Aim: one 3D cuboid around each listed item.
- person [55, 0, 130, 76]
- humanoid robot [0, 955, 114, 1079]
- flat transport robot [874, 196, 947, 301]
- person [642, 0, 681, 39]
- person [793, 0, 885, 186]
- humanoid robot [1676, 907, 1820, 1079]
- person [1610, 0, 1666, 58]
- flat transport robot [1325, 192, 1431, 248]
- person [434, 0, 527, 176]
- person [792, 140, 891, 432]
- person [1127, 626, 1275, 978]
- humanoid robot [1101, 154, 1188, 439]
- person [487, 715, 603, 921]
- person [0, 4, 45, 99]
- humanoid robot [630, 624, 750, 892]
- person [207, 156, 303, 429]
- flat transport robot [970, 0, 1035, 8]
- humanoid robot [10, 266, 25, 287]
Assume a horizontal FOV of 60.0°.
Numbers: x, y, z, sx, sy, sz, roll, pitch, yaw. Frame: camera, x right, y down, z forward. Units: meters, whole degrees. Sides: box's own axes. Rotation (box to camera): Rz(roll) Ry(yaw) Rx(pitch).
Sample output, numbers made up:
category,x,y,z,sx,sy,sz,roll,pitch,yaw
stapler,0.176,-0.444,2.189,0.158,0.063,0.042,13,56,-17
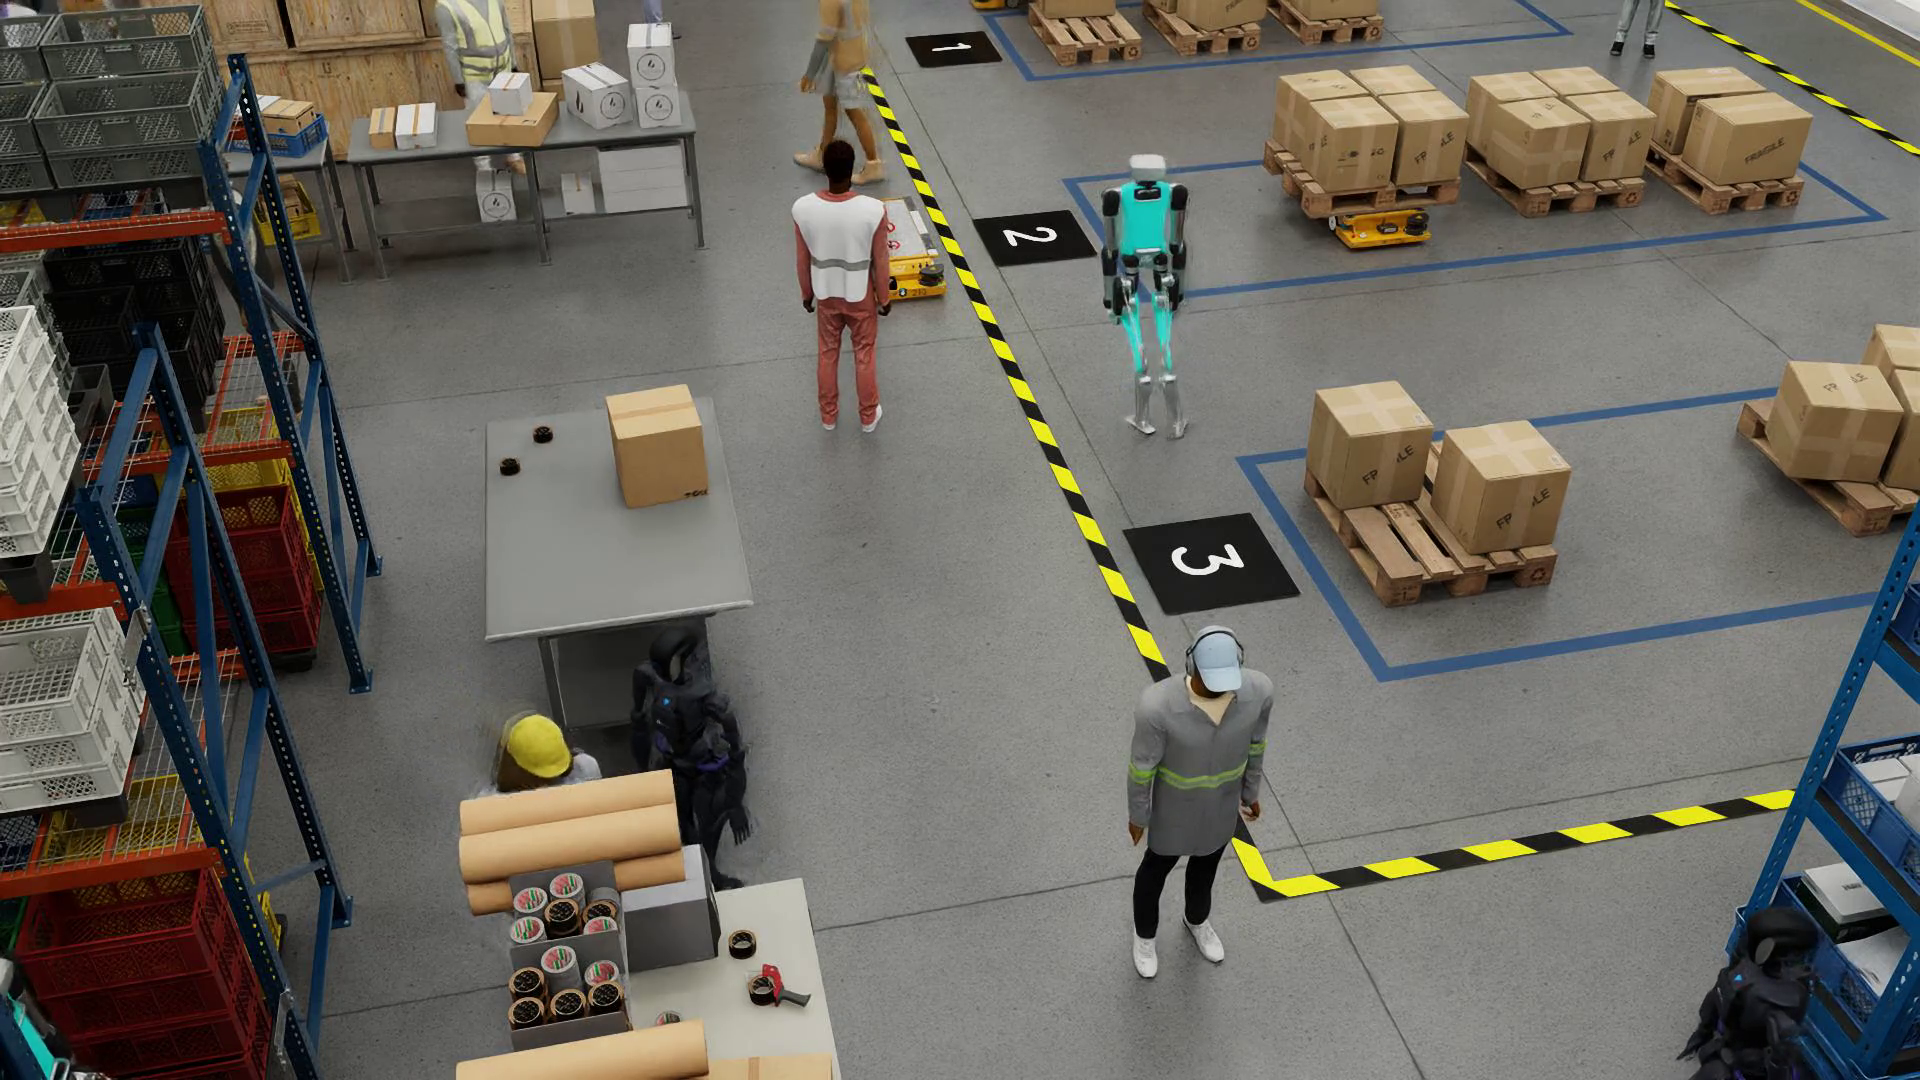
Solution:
category,x,y,z,sx,sy,sz,roll,pitch,yaw
person,-7.438,-4.404,14.106,0.547,1.895,0.919,-2,37,-2
humanoid robot,-2.837,1.994,5.586,0.709,1.732,0.538,-5,37,-7
flat transport robot,-0.570,-2.220,12.538,0.659,0.231,1.431,-8,37,-10
person,-2.961,-5.727,15.992,0.299,1.772,0.524,-15,39,-19
person,-0.982,-3.801,13.197,0.851,2.001,0.674,8,37,10
humanoid robot,2.749,1.902,5.816,0.399,1.649,0.588,3,37,4
person,6.518,-5.430,15.543,0.599,1.827,0.404,10,38,13
flat transport robot,3.134,-2.740,13.213,0.652,0.197,1.431,-8,37,-10
person,-3.792,-3.747,13.272,0.429,1.840,0.630,28,45,32
person,-0.715,-1.525,10.234,0.580,1.911,0.394,7,37,9
person,0.969,1.075,6.783,0.597,1.850,0.397,-9,38,-12
humanoid robot,1.187,-1.398,10.226,0.580,1.787,0.814,-5,37,-7
person,-1.521,1.355,6.513,0.615,1.712,0.481,30,46,34
person,-7.208,-3.424,12.728,0.610,1.981,1.060,-12,38,-16
humanoid robot,-1.137,1.002,7.024,0.598,1.642,0.351,19,41,23
person,-4.410,-1.537,10.298,0.344,1.845,0.504,-10,38,-14
flat transport robot,0.781,-5.777,17.295,1.431,0.197,0.652,-8,37,-10
humanoid robot,-6.204,-1.802,10.843,0.722,1.910,0.548,-24,43,-28
